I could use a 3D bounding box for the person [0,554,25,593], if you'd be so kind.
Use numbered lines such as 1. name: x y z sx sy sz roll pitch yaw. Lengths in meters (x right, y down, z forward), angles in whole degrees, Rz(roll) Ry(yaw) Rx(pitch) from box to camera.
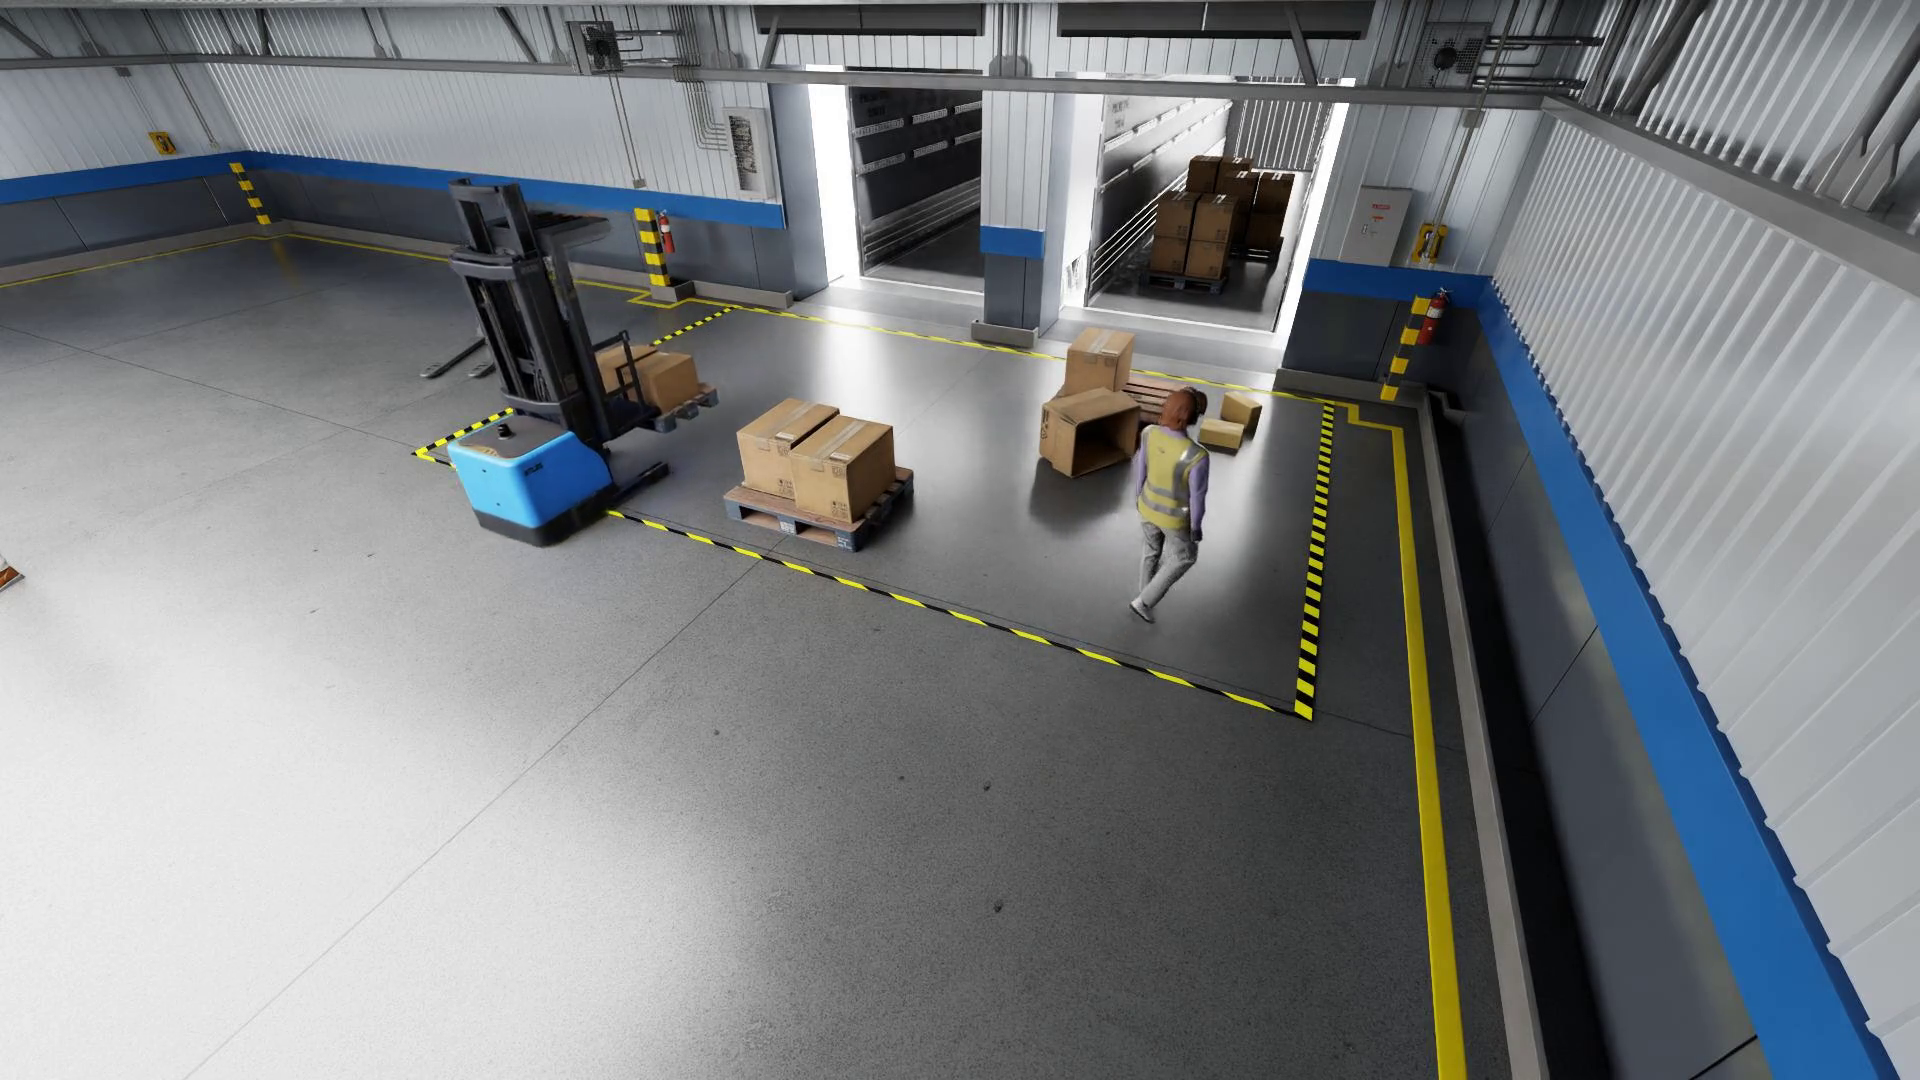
1. person: -6.923 -0.459 4.654 0.613 1.947 0.386 7 36 9

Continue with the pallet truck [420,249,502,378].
1. pallet truck: -5.664 -2.712 8.427 0.680 1.201 1.601 0 35 -1

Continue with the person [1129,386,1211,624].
1. person: 1.261 -0.162 4.509 0.486 1.623 0.531 -21 41 -27

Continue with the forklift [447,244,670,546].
1. forklift: -3.264 -1.041 5.390 0.716 2.013 0.776 15 38 20
